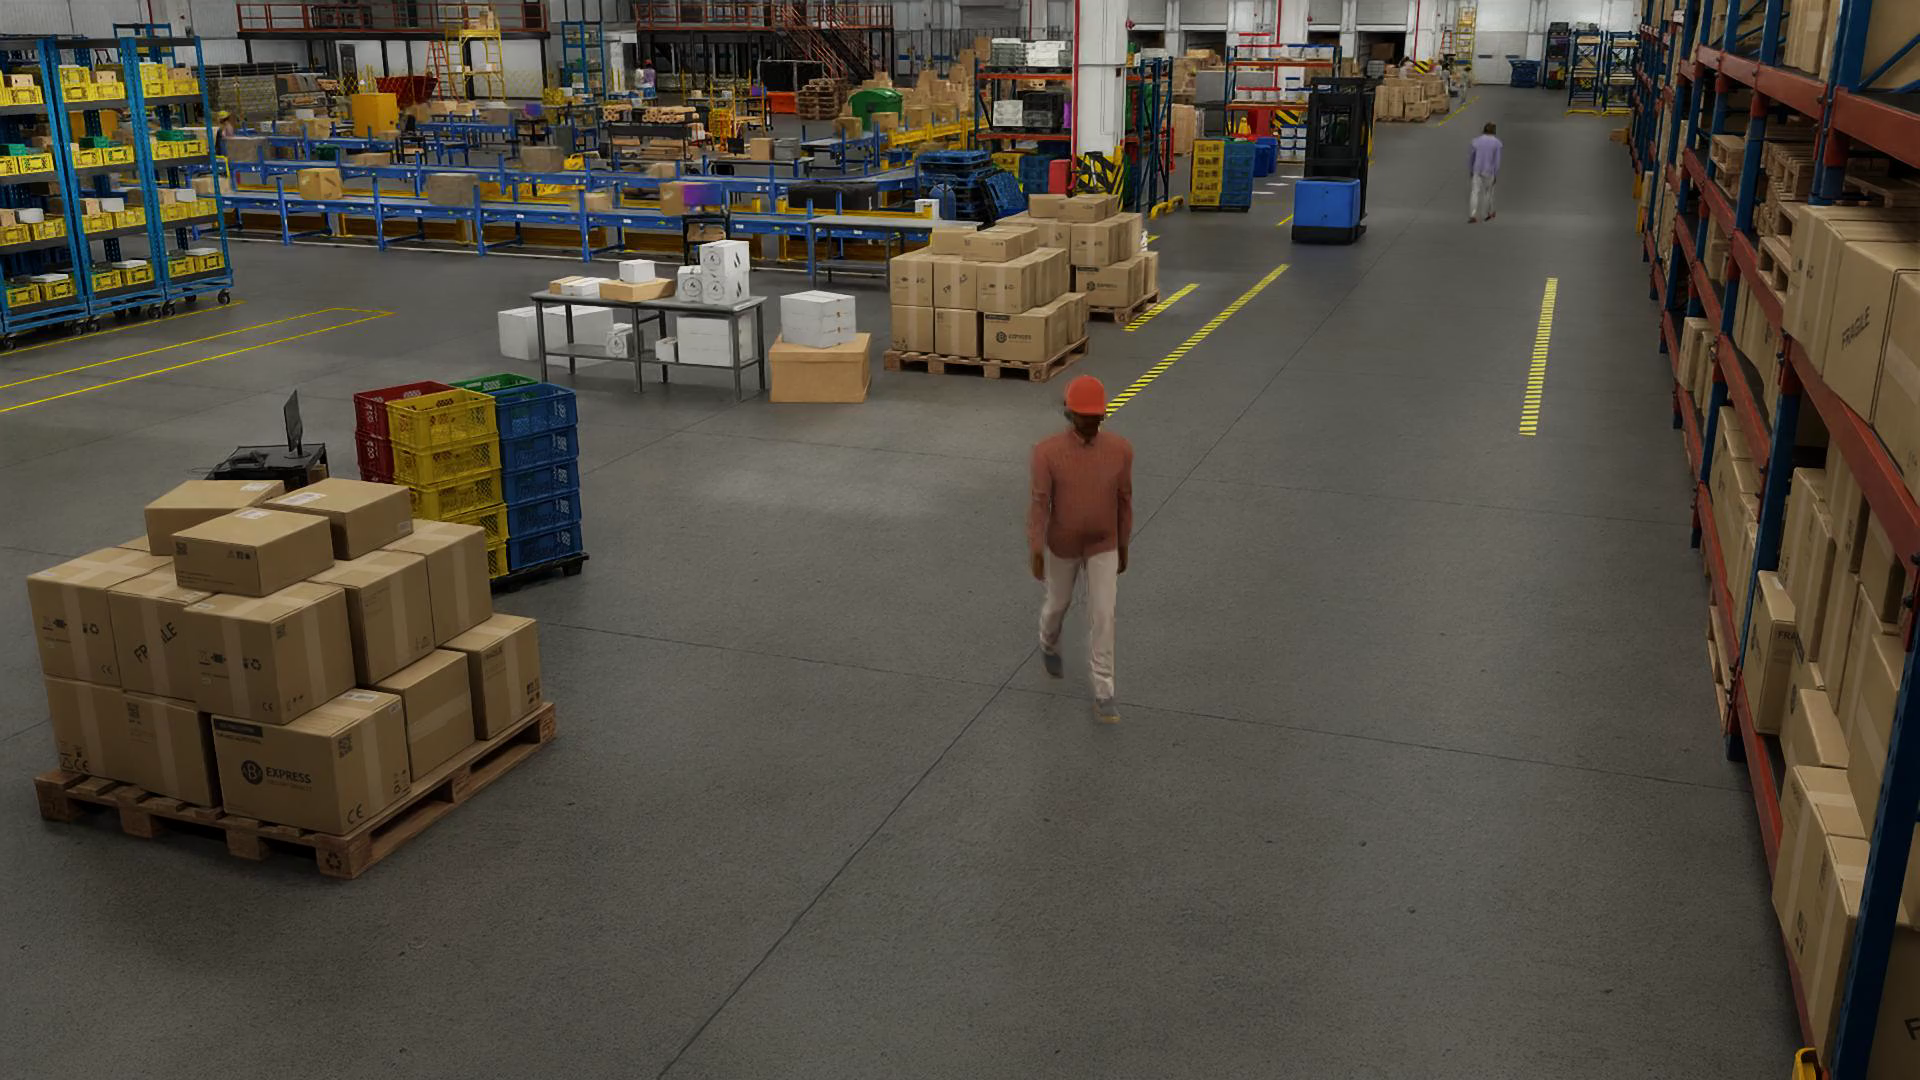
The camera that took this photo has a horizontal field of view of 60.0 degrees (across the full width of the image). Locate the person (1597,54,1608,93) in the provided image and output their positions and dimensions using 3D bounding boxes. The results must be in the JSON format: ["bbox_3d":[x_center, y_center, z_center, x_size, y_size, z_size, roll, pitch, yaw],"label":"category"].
[{"bbox_3d":[31.606,-22.936,81.835,0.544,1.902,0.908,-2,18,-7],"label":"person"}]

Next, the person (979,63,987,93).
[{"bbox_3d":[0.844,-17.880,65.872,0.381,1.956,0.775,-9,20,-27],"label":"person"}]

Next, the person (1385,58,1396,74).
[{"bbox_3d":[21.501,-23.182,82.983,0.550,1.644,0.894,-8,19,-24],"label":"person"}]

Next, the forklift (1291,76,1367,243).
[{"bbox_3d":[6.598,-6.755,29.381,1.129,2.768,1.873,6,19,19],"label":"forklift"}]

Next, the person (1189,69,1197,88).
[{"bbox_3d":[9.094,-17.702,65.622,0.729,1.748,0.534,11,21,30],"label":"person"}]

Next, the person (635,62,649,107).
[{"bbox_3d":[-13.584,-19.409,70.834,0.964,1.844,0.589,10,20,29],"label":"person"}]

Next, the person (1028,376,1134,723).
[{"bbox_3d":[0.694,-0.011,9.688,0.628,1.961,0.961,-2,18,-6],"label":"person"}]

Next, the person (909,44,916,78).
[{"bbox_3d":[-2.878,-29.046,100.856,0.375,1.997,0.612,-2,18,-7],"label":"person"}]

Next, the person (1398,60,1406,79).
[{"bbox_3d":[18.723,-19.455,70.837,0.547,1.921,0.660,6,19,18],"label":"person"}]

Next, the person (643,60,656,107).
[{"bbox_3d":[-12.487,-18.238,66.842,0.411,2.036,0.610,13,22,36],"label":"person"}]

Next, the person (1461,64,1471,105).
[{"bbox_3d":[21.892,-19.659,71.782,0.518,1.722,0.567,-13,22,-36],"label":"person"}]

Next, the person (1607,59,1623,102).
[{"bbox_3d":[29.101,-20.430,73.952,0.925,1.884,0.612,9,20,27],"label":"person"}]

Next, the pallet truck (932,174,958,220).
[{"bbox_3d":[-0.507,-5.292,27.348,0.653,1.274,1.630,6,19,19],"label":"pallet truck"}]

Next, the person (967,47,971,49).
[{"bbox_3d":[0.528,-27.598,96.412,0.357,1.930,0.587,15,23,38],"label":"person"}]

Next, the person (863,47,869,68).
[{"bbox_3d":[-5.706,-28.744,100.159,0.430,1.845,0.624,8,19,23],"label":"person"}]

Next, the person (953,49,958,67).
[{"bbox_3d":[-0.177,-26.693,93.648,0.563,1.886,0.986,3,18,10],"label":"person"}]

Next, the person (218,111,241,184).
[{"bbox_3d":[-16.564,-8.823,37.696,0.329,1.763,0.523,-10,20,-30],"label":"person"}]

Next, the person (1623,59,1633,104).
[{"bbox_3d":[29.365,-20.098,72.887,0.630,1.901,0.496,-7,19,-20],"label":"person"}]

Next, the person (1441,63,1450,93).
[{"bbox_3d":[20.101,-18.783,68.828,0.329,1.865,0.507,-11,21,-31],"label":"person"}]

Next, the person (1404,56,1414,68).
[{"bbox_3d":[21.355,-22.197,79.597,0.620,1.838,0.429,-3,18,-10],"label":"person"}]

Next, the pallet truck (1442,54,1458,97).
[{"bbox_3d":[22.765,-21.886,78.355,0.823,1.965,1.885,-4,18,-14],"label":"pallet truck"}]

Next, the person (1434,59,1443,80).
[{"bbox_3d":[21.180,-20.454,74.020,0.984,1.900,0.650,-1,18,-4],"label":"person"}]

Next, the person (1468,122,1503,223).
[{"bbox_3d":[10.067,-7.051,31.927,0.649,1.884,1.020,12,21,33],"label":"person"}]
